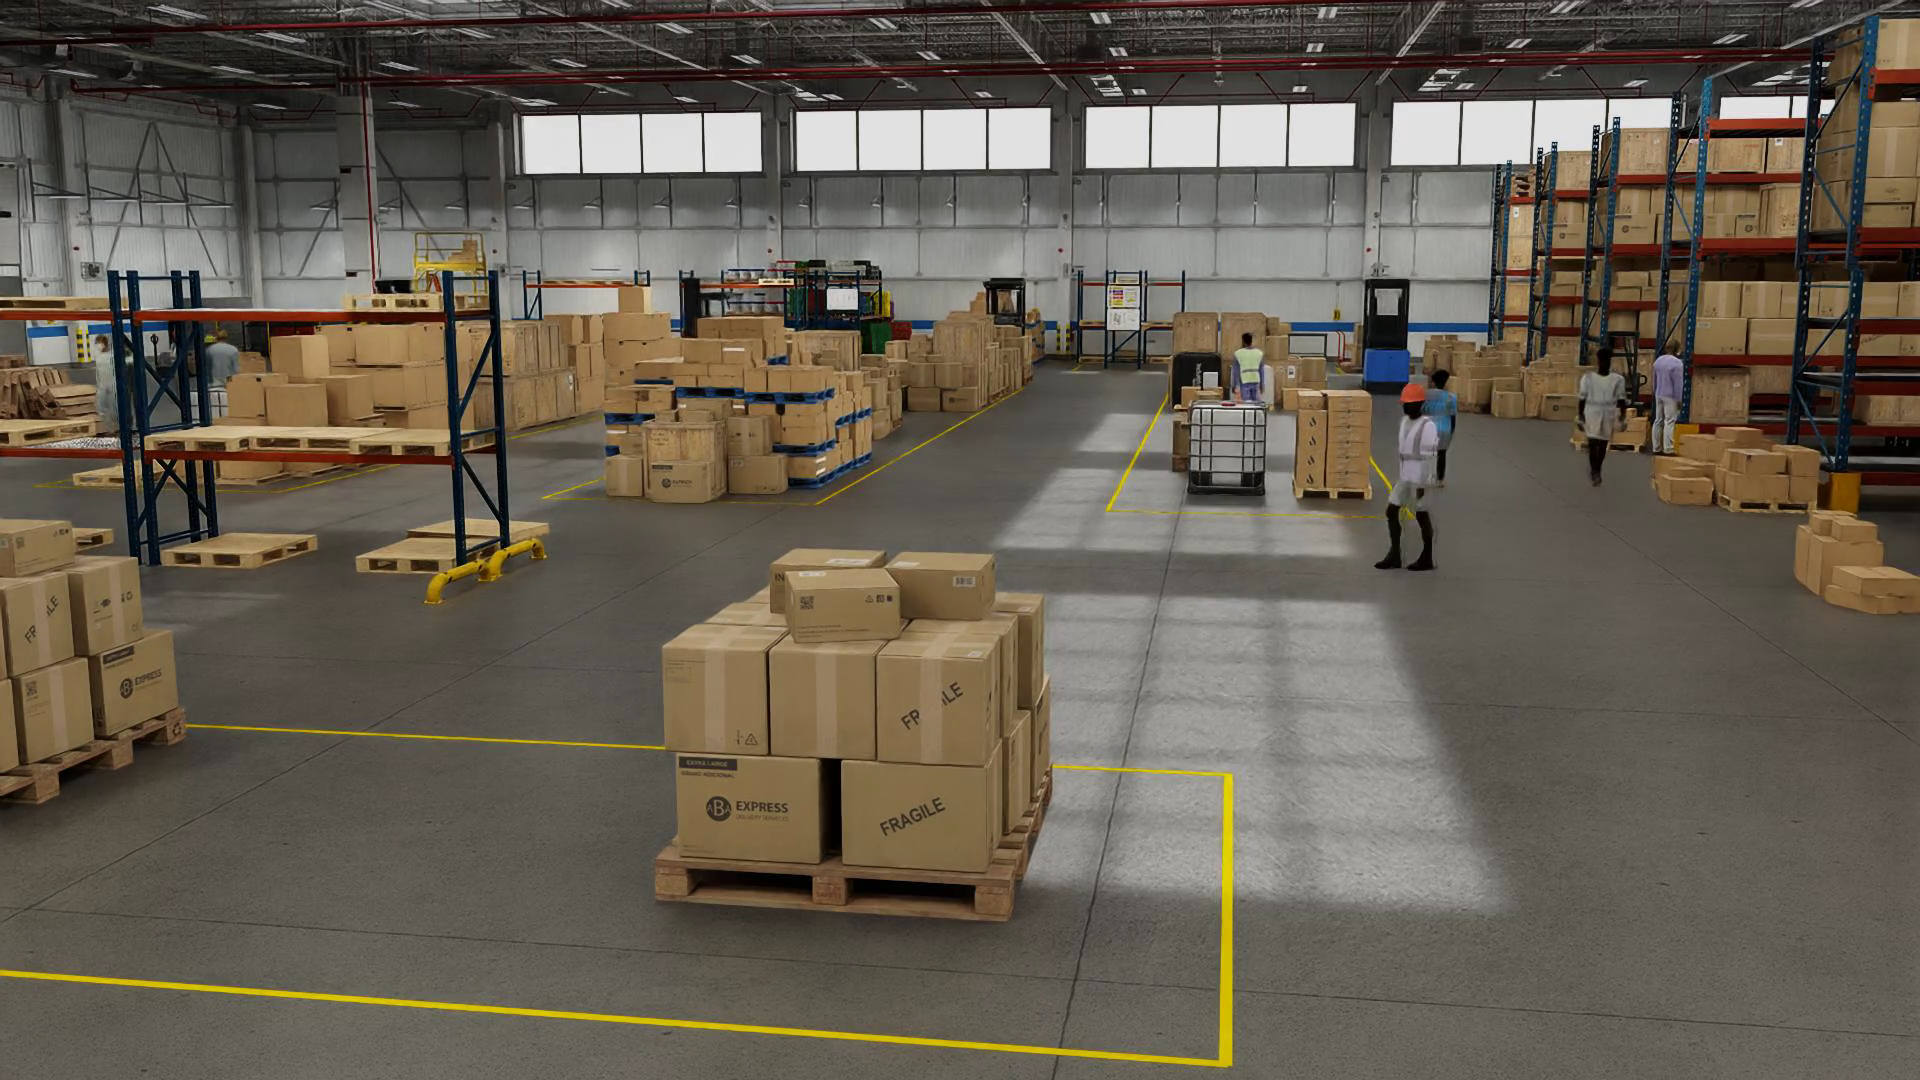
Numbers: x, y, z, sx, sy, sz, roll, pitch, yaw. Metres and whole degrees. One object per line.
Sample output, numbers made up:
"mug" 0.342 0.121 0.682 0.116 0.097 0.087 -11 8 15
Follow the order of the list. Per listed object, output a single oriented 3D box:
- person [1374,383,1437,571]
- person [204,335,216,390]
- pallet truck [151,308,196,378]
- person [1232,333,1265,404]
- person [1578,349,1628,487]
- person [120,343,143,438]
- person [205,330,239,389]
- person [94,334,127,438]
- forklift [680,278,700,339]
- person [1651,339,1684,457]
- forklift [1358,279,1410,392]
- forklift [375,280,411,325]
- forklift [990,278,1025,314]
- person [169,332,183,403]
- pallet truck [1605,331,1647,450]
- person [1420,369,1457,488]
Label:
"person" 4.491 -0.618 16.710 0.756 1.906 0.591 -3 10 -20
"person" -15.413 -3.368 34.309 0.506 1.697 0.877 -1 9 -3
"pallet truck" -21.869 -5.598 47.154 0.823 1.965 1.885 4 10 26
"person" 5.299 -2.885 30.834 0.592 1.864 0.940 -3 10 -17
"person" 9.046 -1.708 23.385 0.633 1.916 0.971 2 9 10
"person" -15.144 -2.779 30.370 0.529 1.814 0.817 -4 10 -26
"person" -14.325 -3.134 32.344 0.650 1.876 1.069 -2 9 -11
"person" -15.000 -2.667 29.351 0.750 1.906 0.583 4 10 23
"forklift" -7.303 -5.733 45.274 1.873 2.768 1.129 0 9 2
"person" 11.455 -2.283 26.899 0.372 1.938 0.630 -3 10 -16
"forklift" 10.598 -5.093 41.327 1.129 2.768 1.873 1 9 9
"forklift" -12.103 -4.173 35.650 1.873 2.768 1.129 1 9 9
"forklift" 1.321 -5.926 46.464 1.129 2.768 1.873 1 9 9
"person" -17.872 -3.946 38.061 0.513 1.642 0.313 6 11 33
"pallet truck" 11.253 -2.573 28.499 0.823 1.965 1.885 5 10 27
"person" 6.602 -1.528 23.034 0.541 1.677 0.623 3 10 18
